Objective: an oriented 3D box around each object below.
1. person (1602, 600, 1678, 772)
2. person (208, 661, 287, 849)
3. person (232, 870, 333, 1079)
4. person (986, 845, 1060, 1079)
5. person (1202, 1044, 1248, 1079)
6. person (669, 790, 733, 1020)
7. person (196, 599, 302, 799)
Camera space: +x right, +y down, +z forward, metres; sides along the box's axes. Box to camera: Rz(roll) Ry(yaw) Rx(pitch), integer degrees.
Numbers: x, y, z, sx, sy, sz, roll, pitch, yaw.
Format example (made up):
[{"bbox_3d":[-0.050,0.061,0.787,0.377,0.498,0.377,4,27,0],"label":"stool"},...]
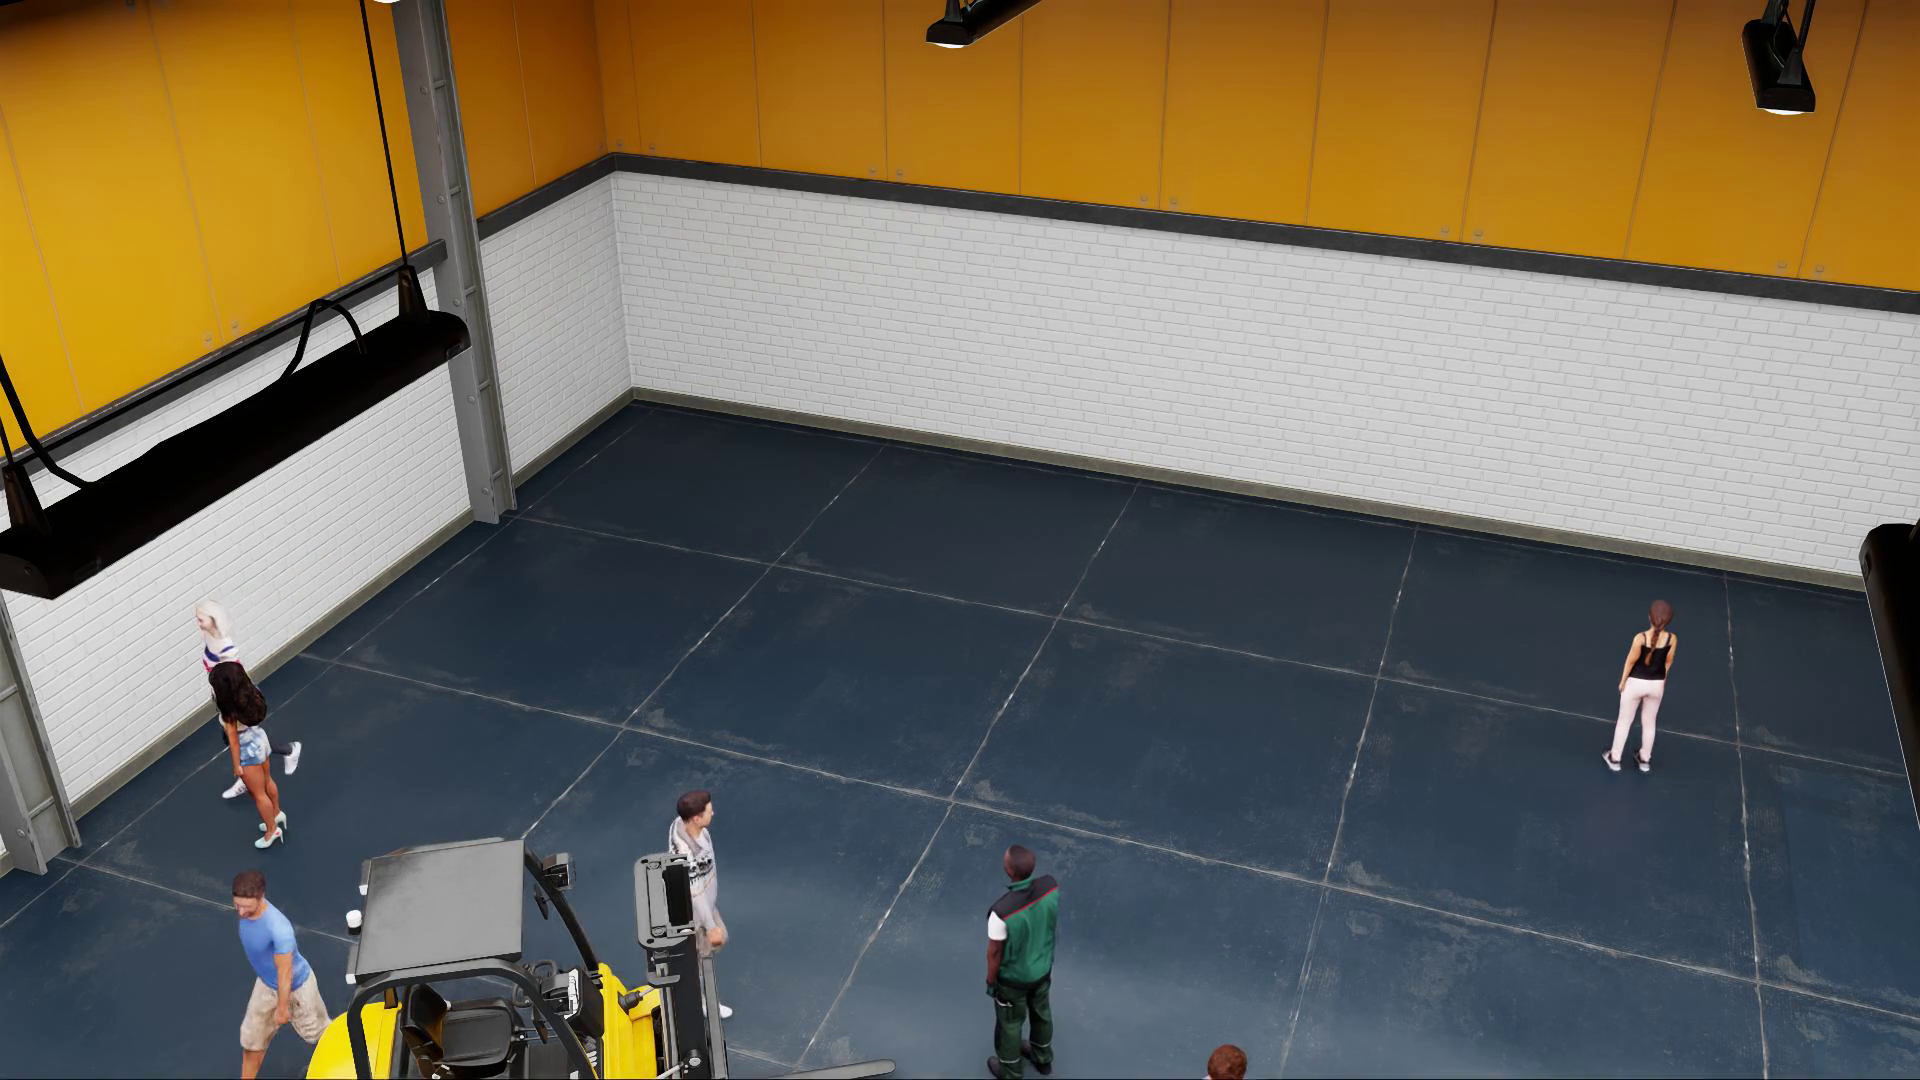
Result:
[{"bbox_3d":[5.520,1.173,13.409,0.583,1.563,0.588,2,29,3],"label":"person"},{"bbox_3d":[-5.359,1.603,12.560,0.718,1.621,0.632,-3,29,-6],"label":"person"},{"bbox_3d":[-4.110,2.709,10.329,0.953,1.816,1.268,24,37,37],"label":"person"},{"bbox_3d":[0.397,2.666,10.389,0.739,1.834,0.837,-18,34,-30],"label":"person"},{"bbox_3d":[1.519,3.408,9.239,0.745,1.633,1.008,19,34,30],"label":"person"},{"bbox_3d":[-1.824,2.414,10.851,0.857,1.833,0.775,-2,29,-4],"label":"person"},{"bbox_3d":[-5.638,1.216,13.088,1.015,1.794,0.899,-22,35,-34],"label":"person"}]
